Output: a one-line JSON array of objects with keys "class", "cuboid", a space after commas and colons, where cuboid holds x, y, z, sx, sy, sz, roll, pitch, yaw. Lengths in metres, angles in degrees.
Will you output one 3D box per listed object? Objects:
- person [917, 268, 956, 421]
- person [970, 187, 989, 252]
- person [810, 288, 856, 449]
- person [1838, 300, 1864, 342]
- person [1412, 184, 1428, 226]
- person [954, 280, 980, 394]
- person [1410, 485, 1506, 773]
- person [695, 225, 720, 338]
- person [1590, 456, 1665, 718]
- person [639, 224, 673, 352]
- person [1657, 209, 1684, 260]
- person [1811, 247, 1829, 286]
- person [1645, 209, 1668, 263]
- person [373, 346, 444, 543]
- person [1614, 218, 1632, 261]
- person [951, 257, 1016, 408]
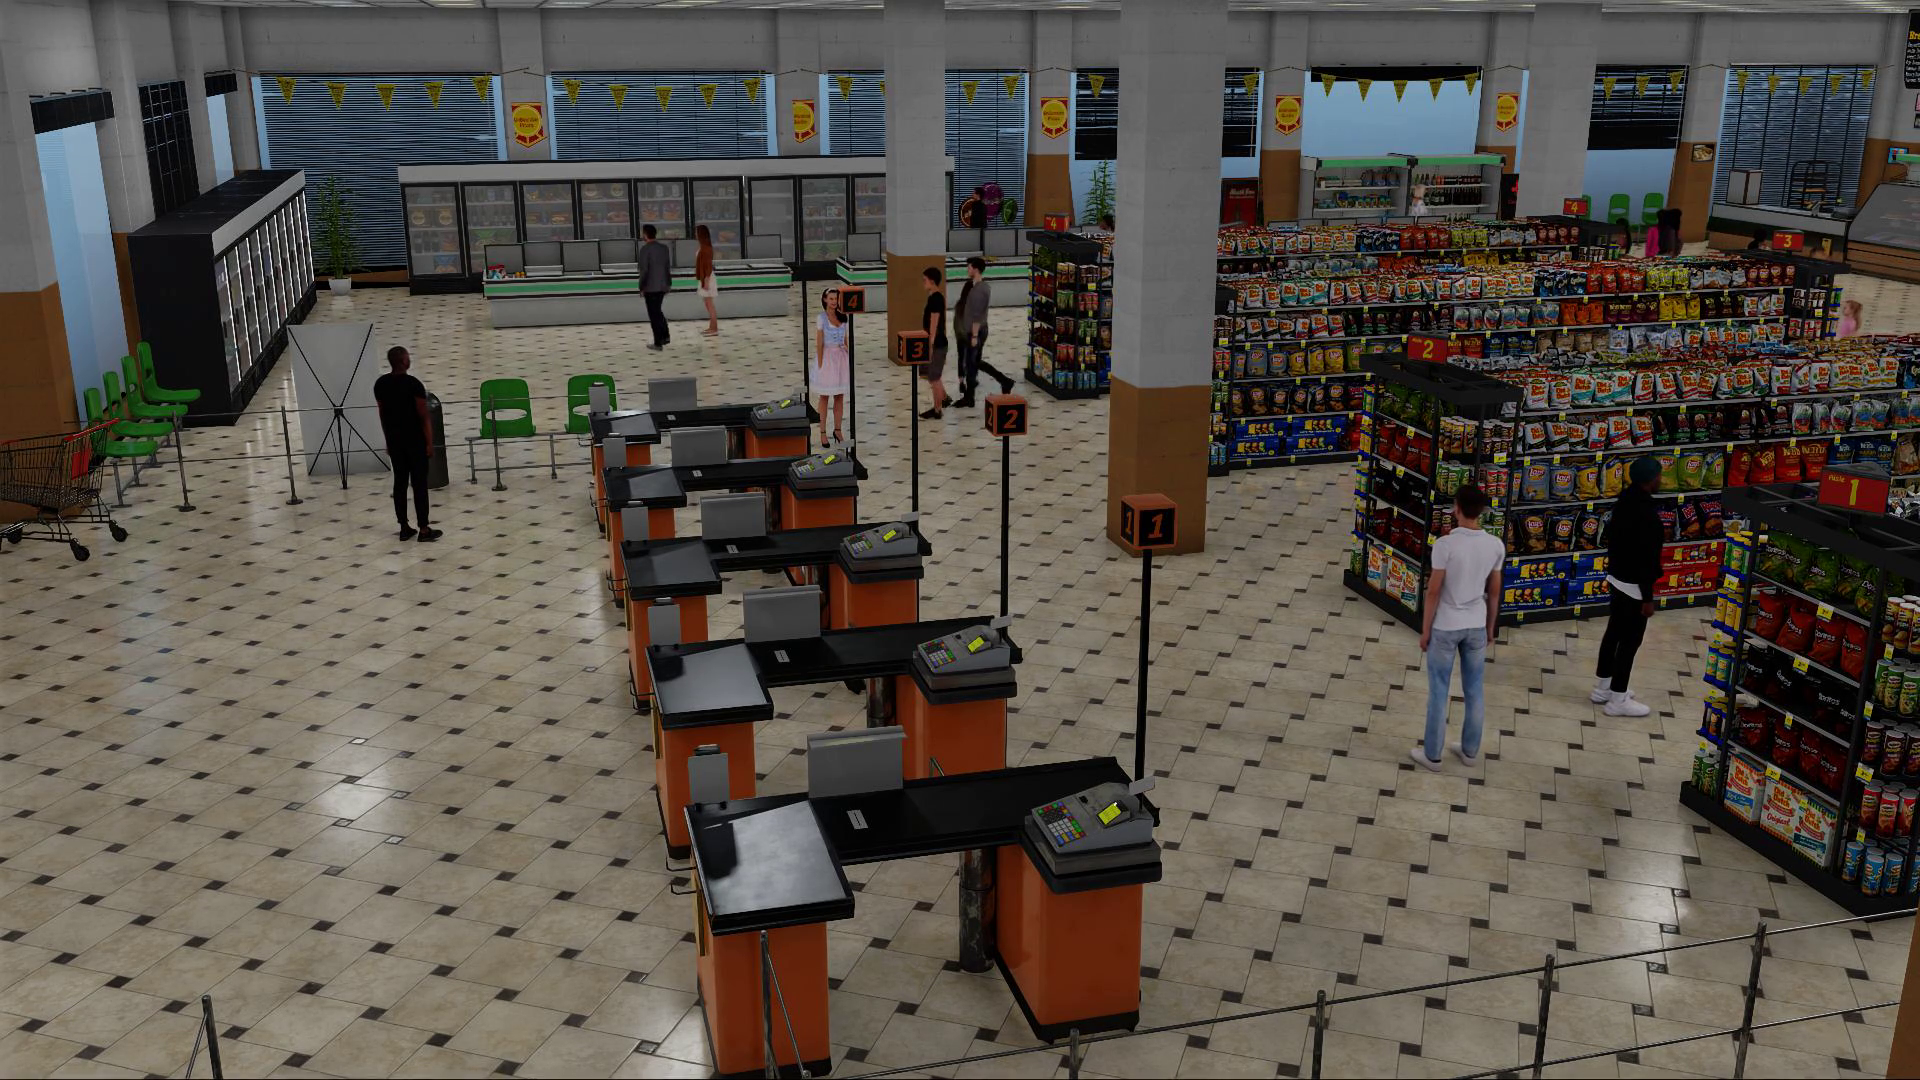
[{"class": "person", "cuboid": [-0.219, -2.372, 20.185, 0.733, 1.851, 0.697, -2, 17, -6]}, {"class": "person", "cuboid": [0.371, -5.640, 30.971, 0.712, 1.837, 0.788, 2, 17, 6]}, {"class": "person", "cuboid": [-1.447, -1.965, 18.905, 0.783, 1.816, 0.866, -12, 20, -34]}, {"class": "person", "cuboid": [11.518, -2.470, 21.519, 0.748, 1.264, 0.629, 2, 17, 6]}, {"class": "person", "cuboid": [8.974, -6.111, 32.671, 0.513, 1.751, 0.567, -3, 17, -11]}, {"class": "person", "cuboid": [0.094, -2.631, 21.733, 0.987, 1.447, 0.873, 2, 17, 6]}, {"class": "person", "cuboid": [3.162, 0.560, 10.531, 0.469, 1.851, 0.699, -4, 17, -13]}, {"class": "person", "cuboid": [-3.930, -4.059, 25.968, 0.578, 1.719, 0.638, -3, 17, -8]}, {"class": "person", "cuboid": [4.602, 0.303, 11.433, 0.657, 1.818, 0.711, -1, 17, -3]}, {"class": "person", "cuboid": [-4.455, -3.726, 24.625, 0.892, 1.862, 0.808, 13, 21, 36]}, {"class": "person", "cuboid": [11.447, -4.472, 27.161, 0.989, 1.817, 0.843, 3, 17, 8]}, {"class": "person", "cuboid": [12.094, -3.332, 23.659, 0.741, 1.670, 0.681, 10, 19, 29]}, {"class": "person", "cuboid": [11.919, -4.754, 28.377, 1.167, 1.649, 1.026, 4, 17, 12]}, {"class": "person", "cuboid": [-5.110, -0.888, 15.355, 0.692, 1.819, 0.812, 5, 18, 16]}, {"class": "person", "cuboid": [10.614, -4.211, 26.504, 1.199, 1.699, 1.040, 7, 18, 21]}, {"class": "person", "cuboid": [0.290, -2.573, 20.792, 1.149, 1.883, 0.935, 2, 17, 6]}]
